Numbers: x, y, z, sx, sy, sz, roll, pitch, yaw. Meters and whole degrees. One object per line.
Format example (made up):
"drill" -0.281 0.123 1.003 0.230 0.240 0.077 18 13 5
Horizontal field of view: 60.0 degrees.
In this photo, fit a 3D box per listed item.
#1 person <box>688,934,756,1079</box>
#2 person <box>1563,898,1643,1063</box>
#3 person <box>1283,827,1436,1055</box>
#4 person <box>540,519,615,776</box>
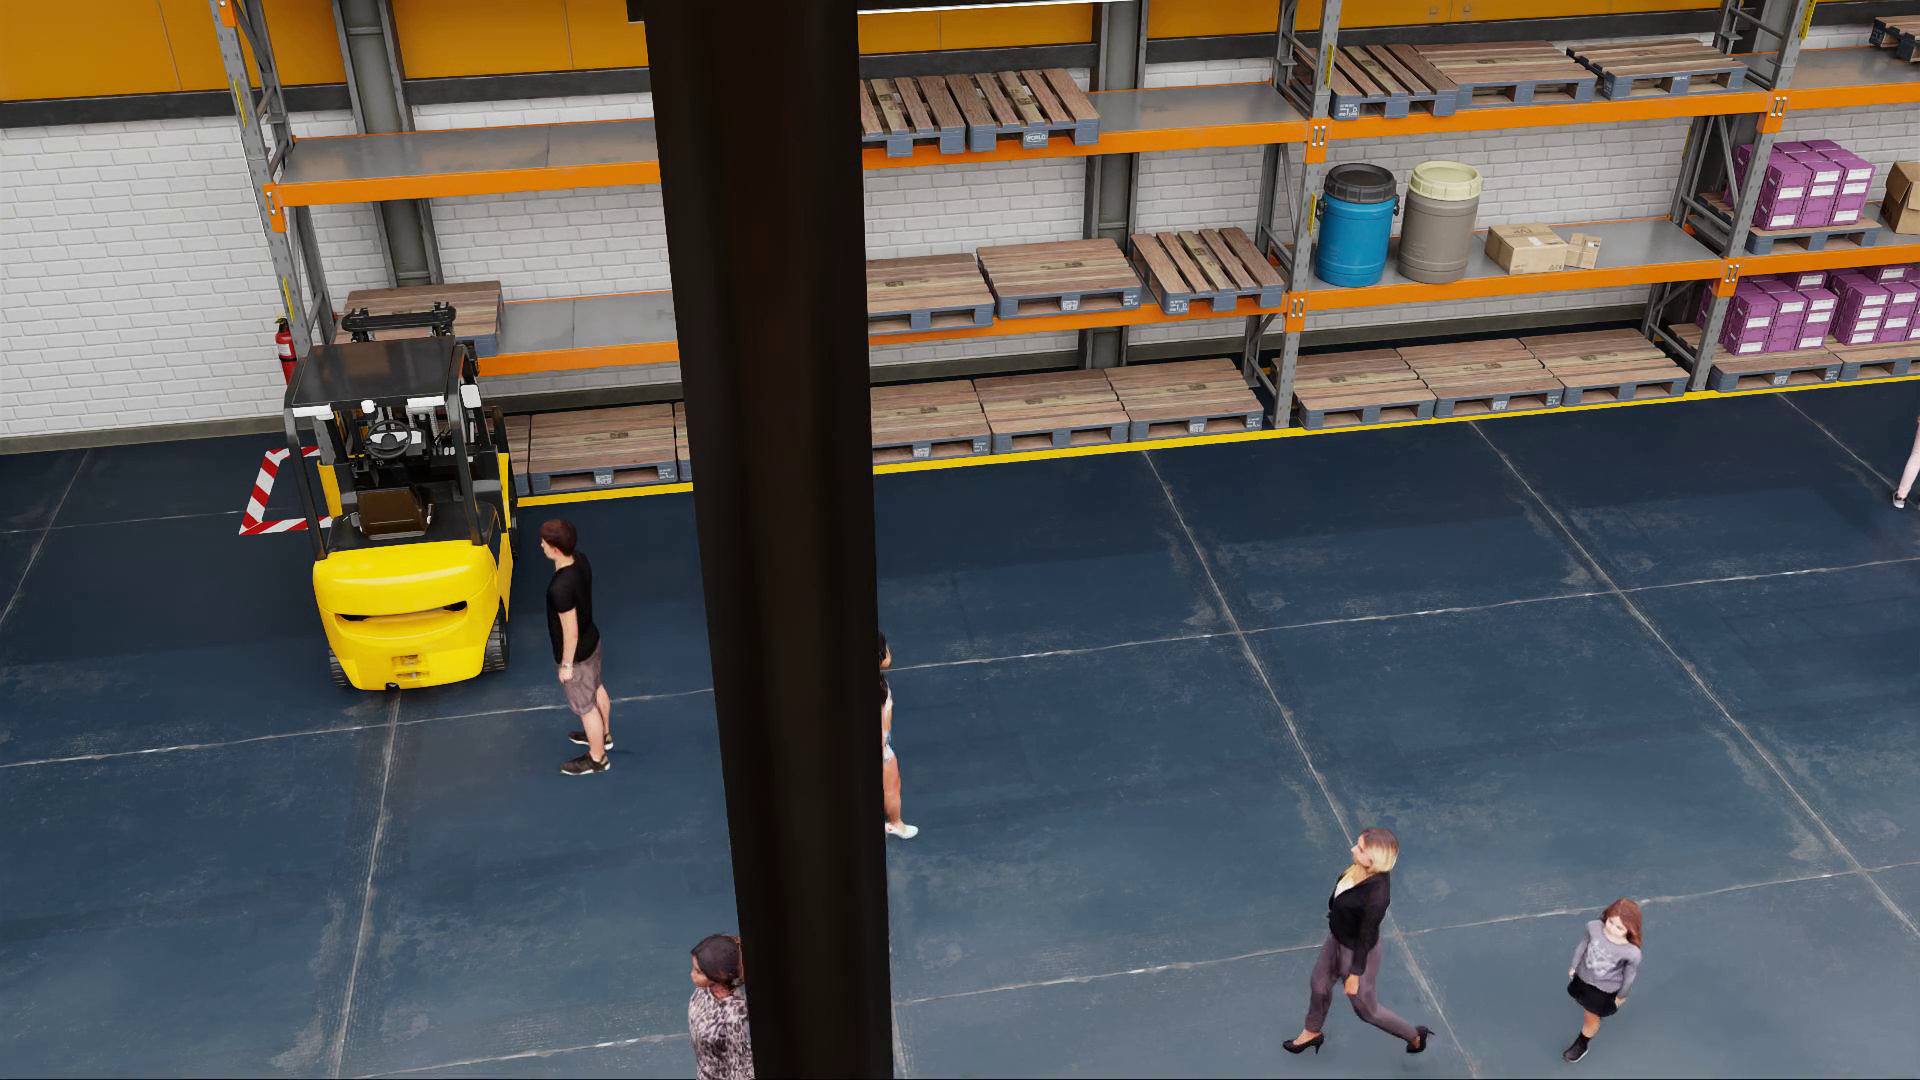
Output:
"person" -1.027 2.513 7.904 1.014 1.698 0.782 -17 37 -24
"person" 3.419 2.280 8.801 0.754 1.094 0.635 -23 40 -30
"person" 2.121 2.135 8.521 1.062 1.645 0.762 2 34 2
"person" -2.421 0.665 10.537 0.628 1.862 0.719 0 34 0
